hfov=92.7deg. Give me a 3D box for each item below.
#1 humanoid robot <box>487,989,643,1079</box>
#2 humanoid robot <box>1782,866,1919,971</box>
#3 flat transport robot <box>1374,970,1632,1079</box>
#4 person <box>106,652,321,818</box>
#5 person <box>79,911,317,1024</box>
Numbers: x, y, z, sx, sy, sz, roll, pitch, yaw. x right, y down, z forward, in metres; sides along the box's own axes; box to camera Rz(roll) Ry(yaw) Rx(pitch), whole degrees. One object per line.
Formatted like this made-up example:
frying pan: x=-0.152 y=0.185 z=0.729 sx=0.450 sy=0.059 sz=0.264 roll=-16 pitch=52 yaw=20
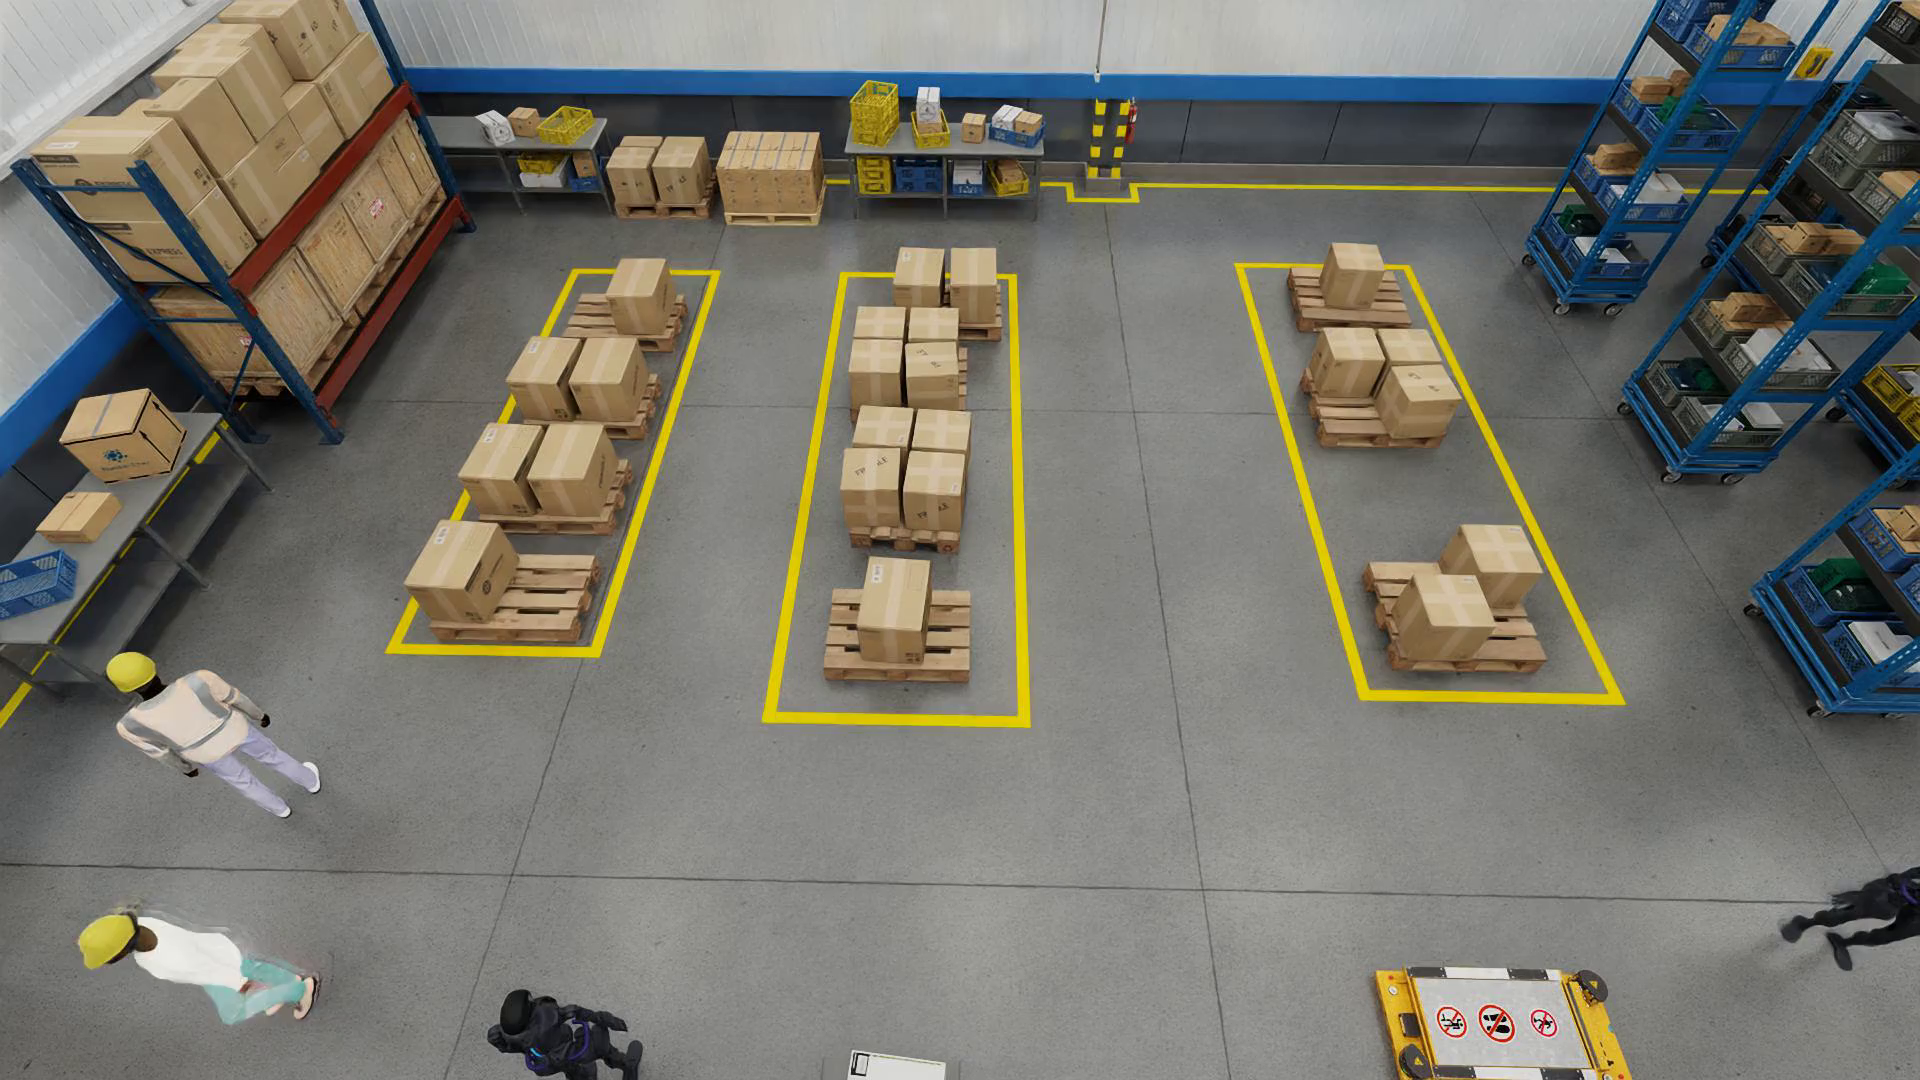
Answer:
humanoid robot: x=-2.246 y=2.858 z=5.238 sx=0.587 sy=1.657 sz=0.329 roll=-13 pitch=52 yaw=-11
humanoid robot: x=5.922 y=2.300 z=5.702 sx=0.607 sy=1.650 sz=0.341 roll=25 pitch=55 yaw=19
flat transport robot: x=3.501 y=3.133 z=5.914 sx=1.431 sy=0.197 sz=0.652 roll=1 pitch=51 yaw=1
person: x=-5.120 y=1.357 z=6.310 sx=0.366 sy=1.925 sz=0.593 roll=31 pitch=57 yaw=23
person: x=-4.474 y=2.553 z=5.443 sx=0.527 sy=1.756 sz=0.386 roll=24 pitch=55 yaw=18
